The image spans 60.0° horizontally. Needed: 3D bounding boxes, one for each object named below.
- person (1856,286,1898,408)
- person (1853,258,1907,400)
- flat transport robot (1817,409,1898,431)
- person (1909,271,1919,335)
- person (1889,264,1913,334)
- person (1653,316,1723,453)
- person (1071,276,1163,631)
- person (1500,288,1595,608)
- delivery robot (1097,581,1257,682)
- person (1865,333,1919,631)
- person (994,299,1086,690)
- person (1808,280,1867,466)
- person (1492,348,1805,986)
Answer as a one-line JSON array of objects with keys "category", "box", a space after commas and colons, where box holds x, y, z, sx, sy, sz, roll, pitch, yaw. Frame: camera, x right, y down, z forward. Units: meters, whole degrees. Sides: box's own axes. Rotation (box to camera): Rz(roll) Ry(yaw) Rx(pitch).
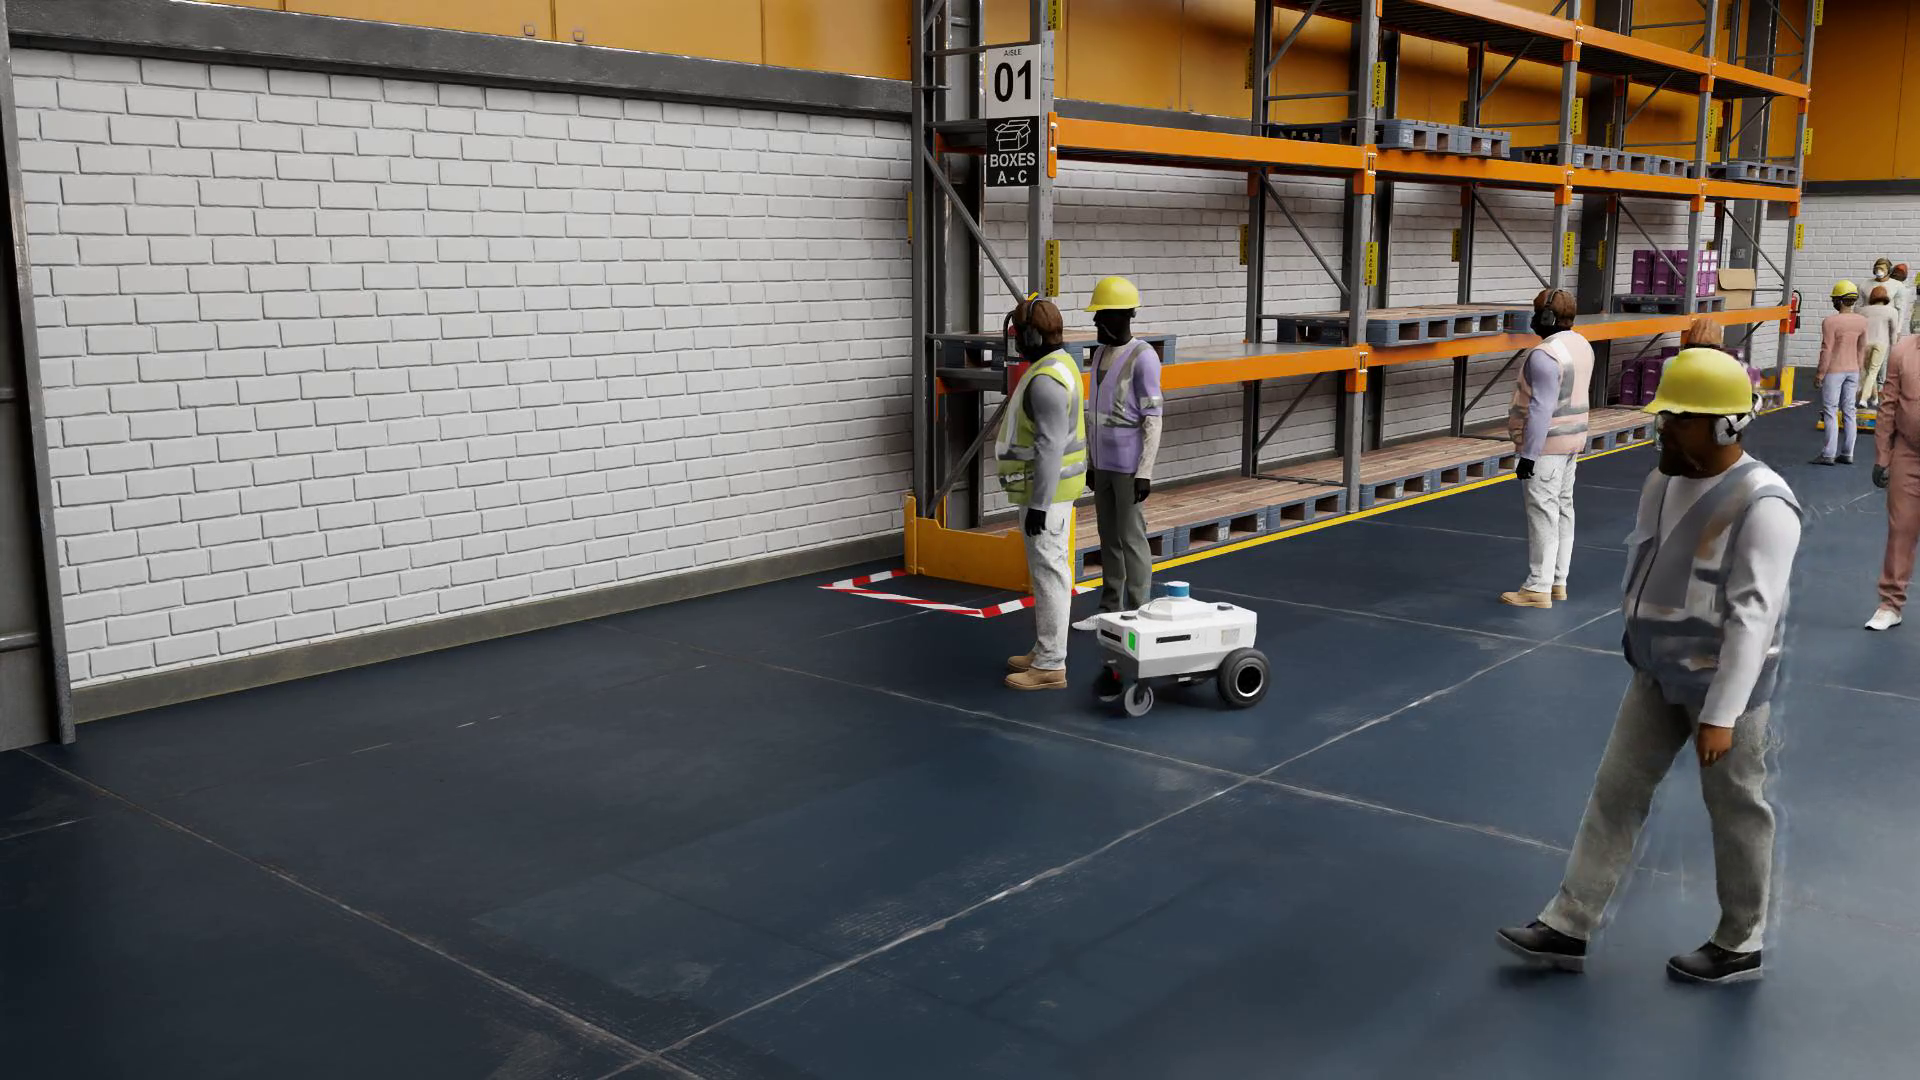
[{"category": "person", "box": [11.920, -2.517, 21.700, 0.858, 1.586, 0.504, -10, 14, -44]}, {"category": "person", "box": [12.560, -2.881, 22.776, 0.627, 1.941, 0.374, 9, 13, 41]}, {"category": "flat transport robot", "box": [10.501, -1.330, 18.688, 1.431, 0.197, 0.652, 8, 13, 40]}, {"category": "person", "box": [13.296, -2.819, 22.901, 0.958, 1.777, 0.617, 0, 10, 1]}, {"category": "person", "box": [13.112, -2.959, 23.463, 0.487, 1.863, 0.643, -2, 10, -11]}, {"category": "person", "box": [4.990, -0.706, 11.297, 0.525, 1.618, 0.369, 3, 10, 18]}, {"category": "person", "box": [0.826, -0.419, 8.792, 0.376, 1.925, 0.594, -5, 11, -25]}, {"category": "person", "box": [3.400, -0.529, 9.659, 0.429, 1.845, 0.621, 8, 13, 40]}, {"category": "delivery robot", "box": [0.985, 0.433, 7.567, 0.707, 0.478, 0.477, -5, 11, -25]}, {"category": "person", "box": [5.216, -0.424, 8.878, 0.649, 1.906, 0.404, 8, 13, 40]}, {"category": "person", "box": [0.379, -0.213, 7.876, 0.430, 1.840, 0.619, 1, 10, 7]}, {"category": "person", "box": [8.410, -1.594, 15.938, 0.534, 1.767, 0.317, -3, 11, -19]}, {"category": "person", "box": [1.916, 0.382, 4.582, 0.847, 1.796, 0.626, -2, 10, -11]}]
